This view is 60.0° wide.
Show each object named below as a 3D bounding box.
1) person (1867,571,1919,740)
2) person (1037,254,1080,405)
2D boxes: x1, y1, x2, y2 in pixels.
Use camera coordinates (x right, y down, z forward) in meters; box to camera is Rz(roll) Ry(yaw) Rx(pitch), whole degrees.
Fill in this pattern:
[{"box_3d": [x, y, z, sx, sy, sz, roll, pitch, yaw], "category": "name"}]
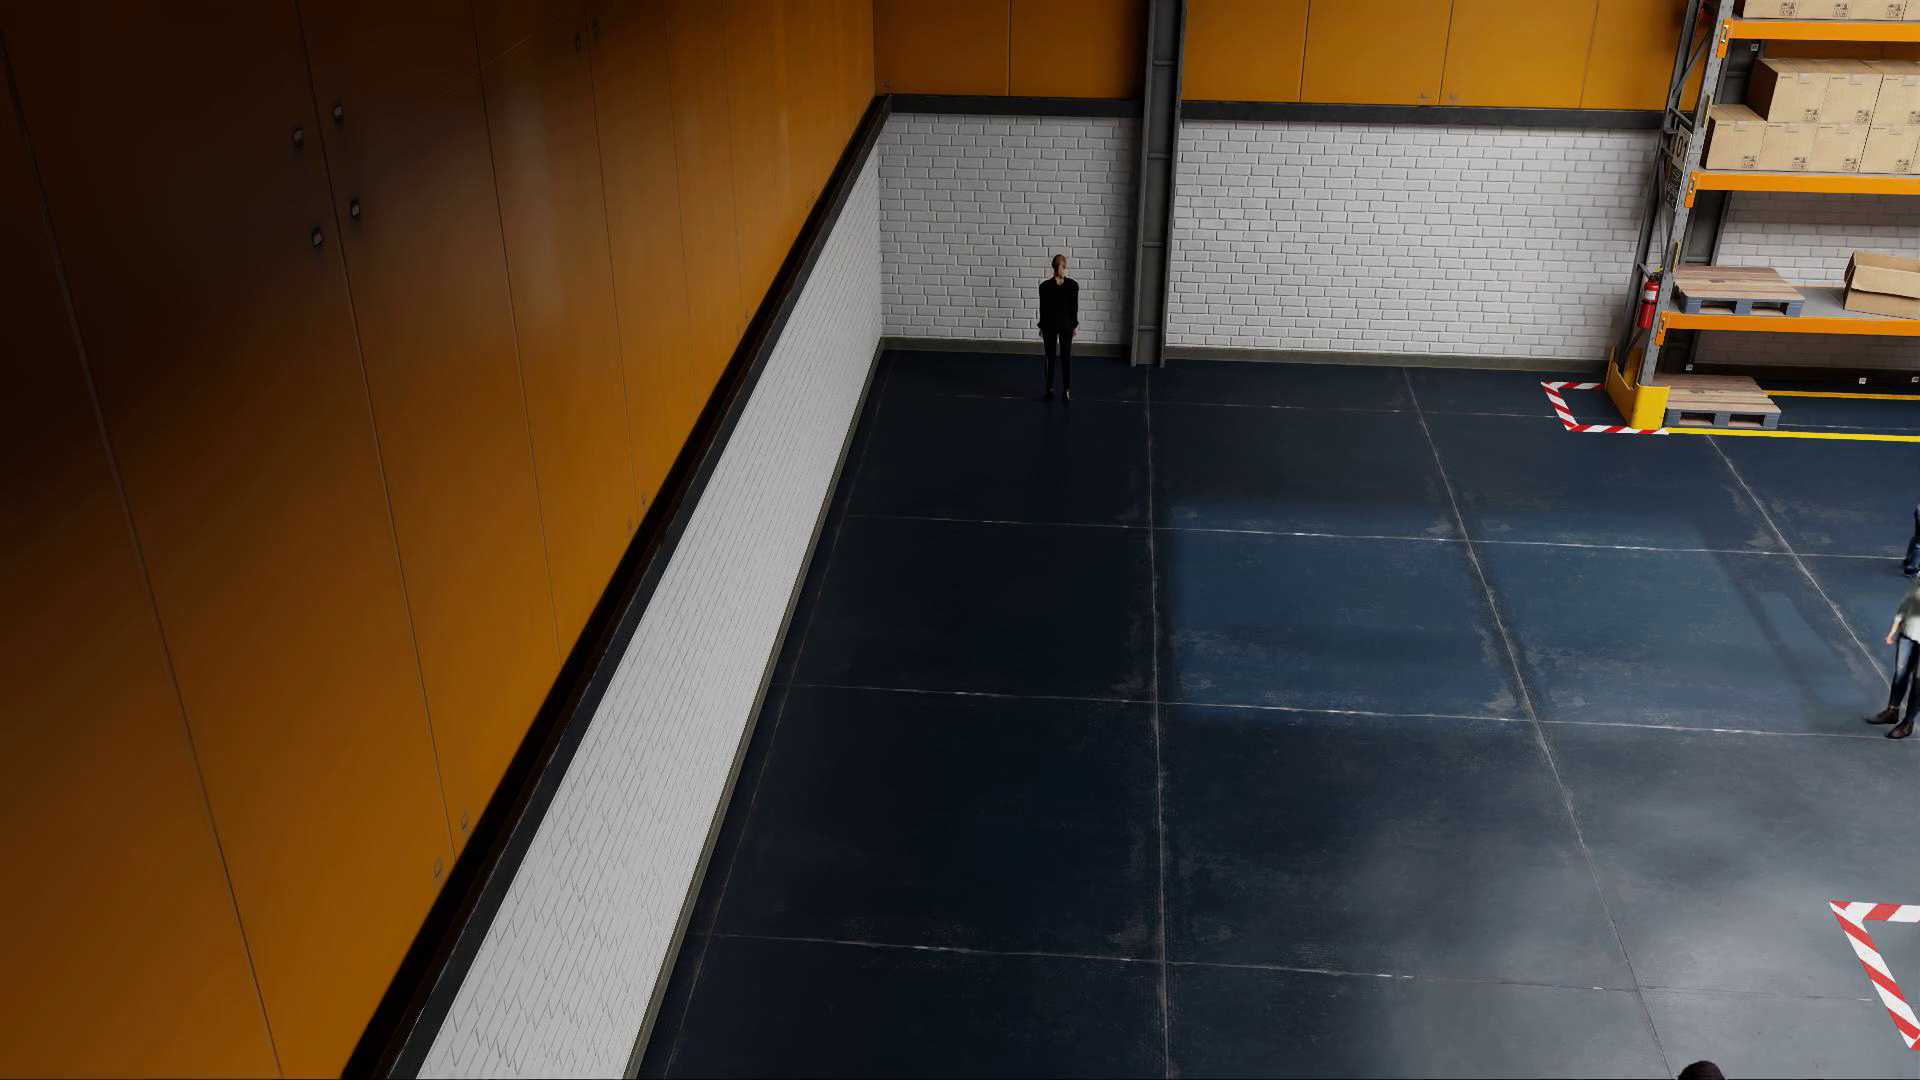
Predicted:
[{"box_3d": [7.381, 0.744, 12.757, 0.719, 1.648, 0.692, -10, 30, -18], "category": "person"}, {"box_3d": [1.080, -2.320, 18.311, 0.540, 1.707, 0.712, -3, 29, -5], "category": "person"}]
